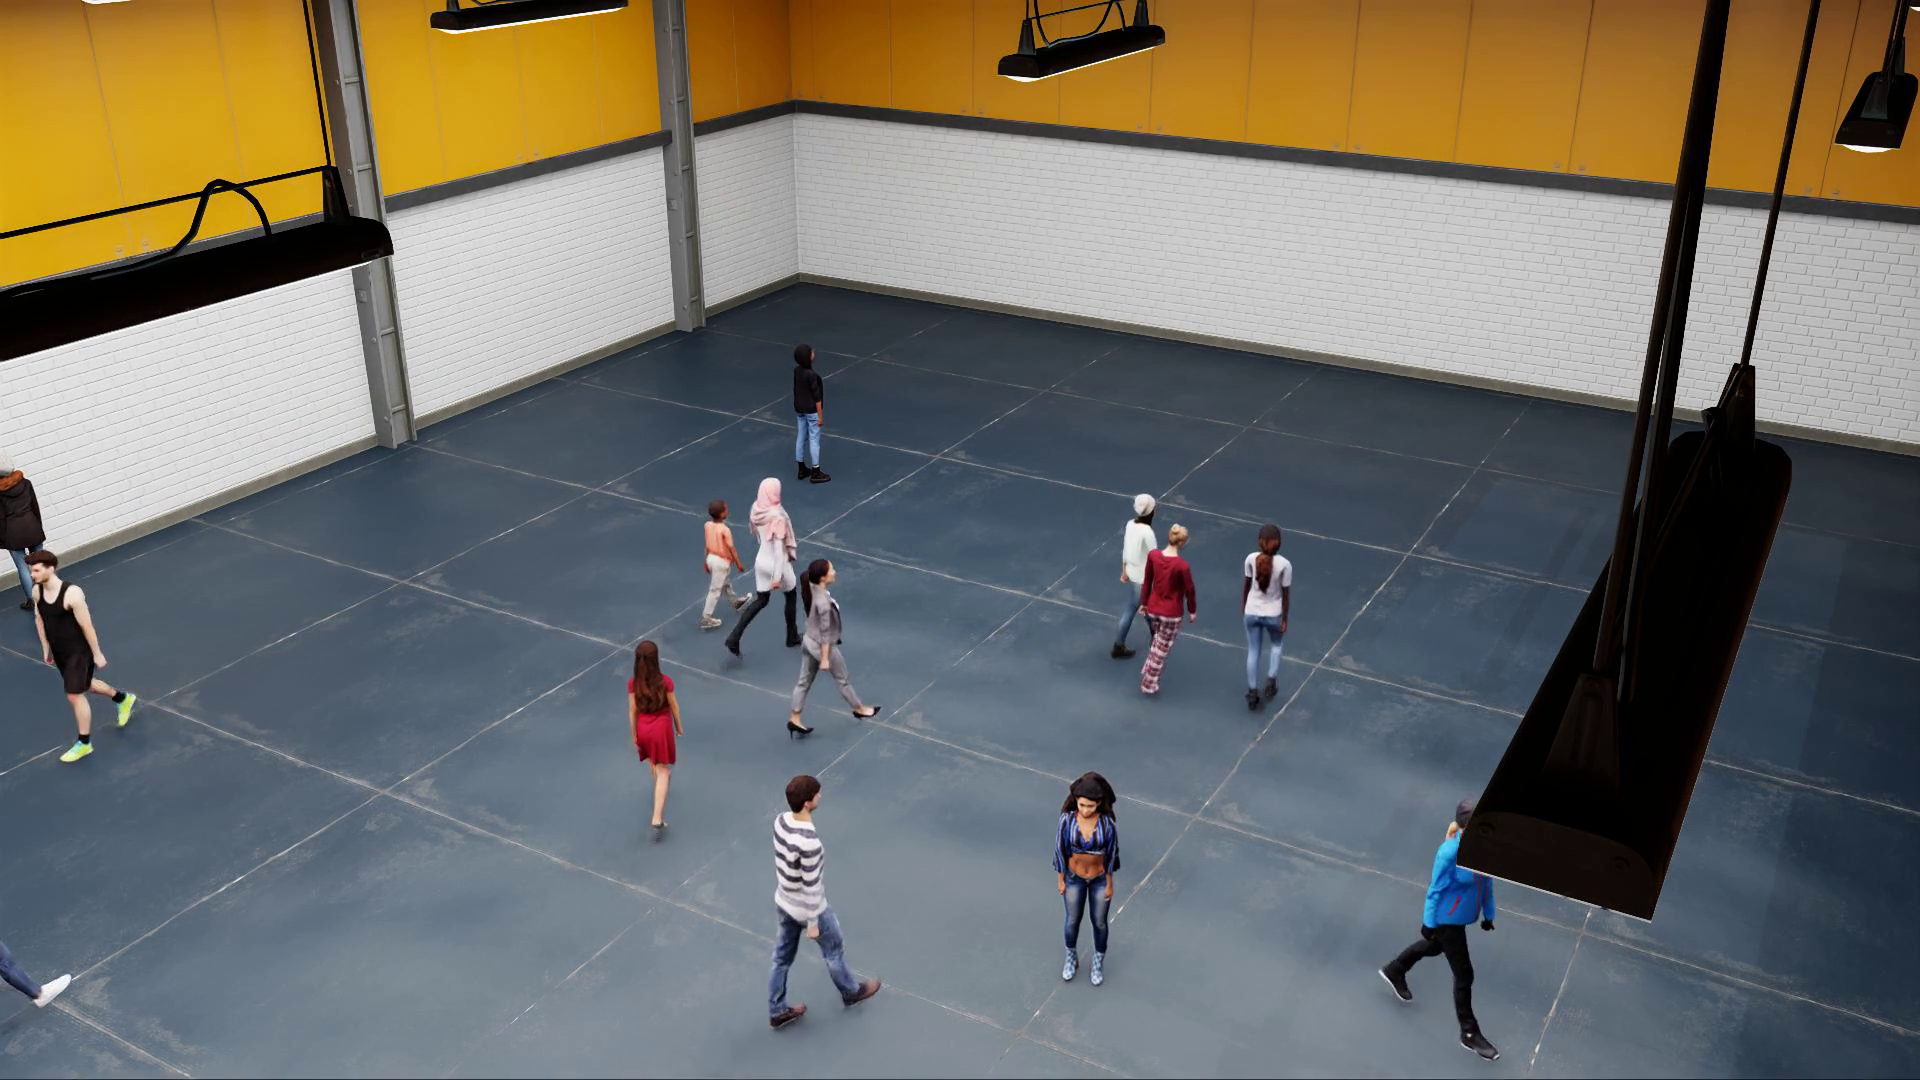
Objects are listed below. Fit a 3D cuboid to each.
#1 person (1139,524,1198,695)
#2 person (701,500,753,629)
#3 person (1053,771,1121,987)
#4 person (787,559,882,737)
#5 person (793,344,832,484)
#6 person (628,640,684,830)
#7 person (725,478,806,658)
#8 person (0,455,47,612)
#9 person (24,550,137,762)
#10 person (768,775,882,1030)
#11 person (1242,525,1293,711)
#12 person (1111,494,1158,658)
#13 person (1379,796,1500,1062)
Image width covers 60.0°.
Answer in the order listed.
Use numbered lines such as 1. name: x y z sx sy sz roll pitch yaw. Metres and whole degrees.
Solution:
1. person: 1.802 0.662 14.892 0.711 1.662 0.703 16 29 33
2. person: -2.415 0.256 16.300 0.647 1.279 0.961 22 32 40
3. person: 0.866 2.285 11.229 0.681 1.622 0.669 3 24 8
4. person: -1.273 0.965 14.244 1.175 1.625 1.015 -11 26 -24
5. person: -1.811 -1.516 19.829 0.604 1.699 0.593 19 30 37
6. person: -2.393 1.543 13.051 0.836 1.524 1.119 2 24 5
7. person: -1.837 0.295 15.589 0.822 1.776 1.207 21 31 39
8. person: -9.384 -0.083 16.630 0.704 1.636 0.559 16 28 32
9. person: -7.453 0.899 14.104 0.790 1.859 1.149 8 25 18
10. person: -1.105 2.386 10.751 1.132 1.821 0.941 -16 28 -32
11. person: 2.676 0.712 14.728 0.654 1.702 0.721 8 25 18
12. person: 1.618 0.366 15.626 1.052 1.616 0.942 -8 25 -19
13. person: 3.120 2.415 10.773 1.238 1.749 1.063 -15 28 -30
